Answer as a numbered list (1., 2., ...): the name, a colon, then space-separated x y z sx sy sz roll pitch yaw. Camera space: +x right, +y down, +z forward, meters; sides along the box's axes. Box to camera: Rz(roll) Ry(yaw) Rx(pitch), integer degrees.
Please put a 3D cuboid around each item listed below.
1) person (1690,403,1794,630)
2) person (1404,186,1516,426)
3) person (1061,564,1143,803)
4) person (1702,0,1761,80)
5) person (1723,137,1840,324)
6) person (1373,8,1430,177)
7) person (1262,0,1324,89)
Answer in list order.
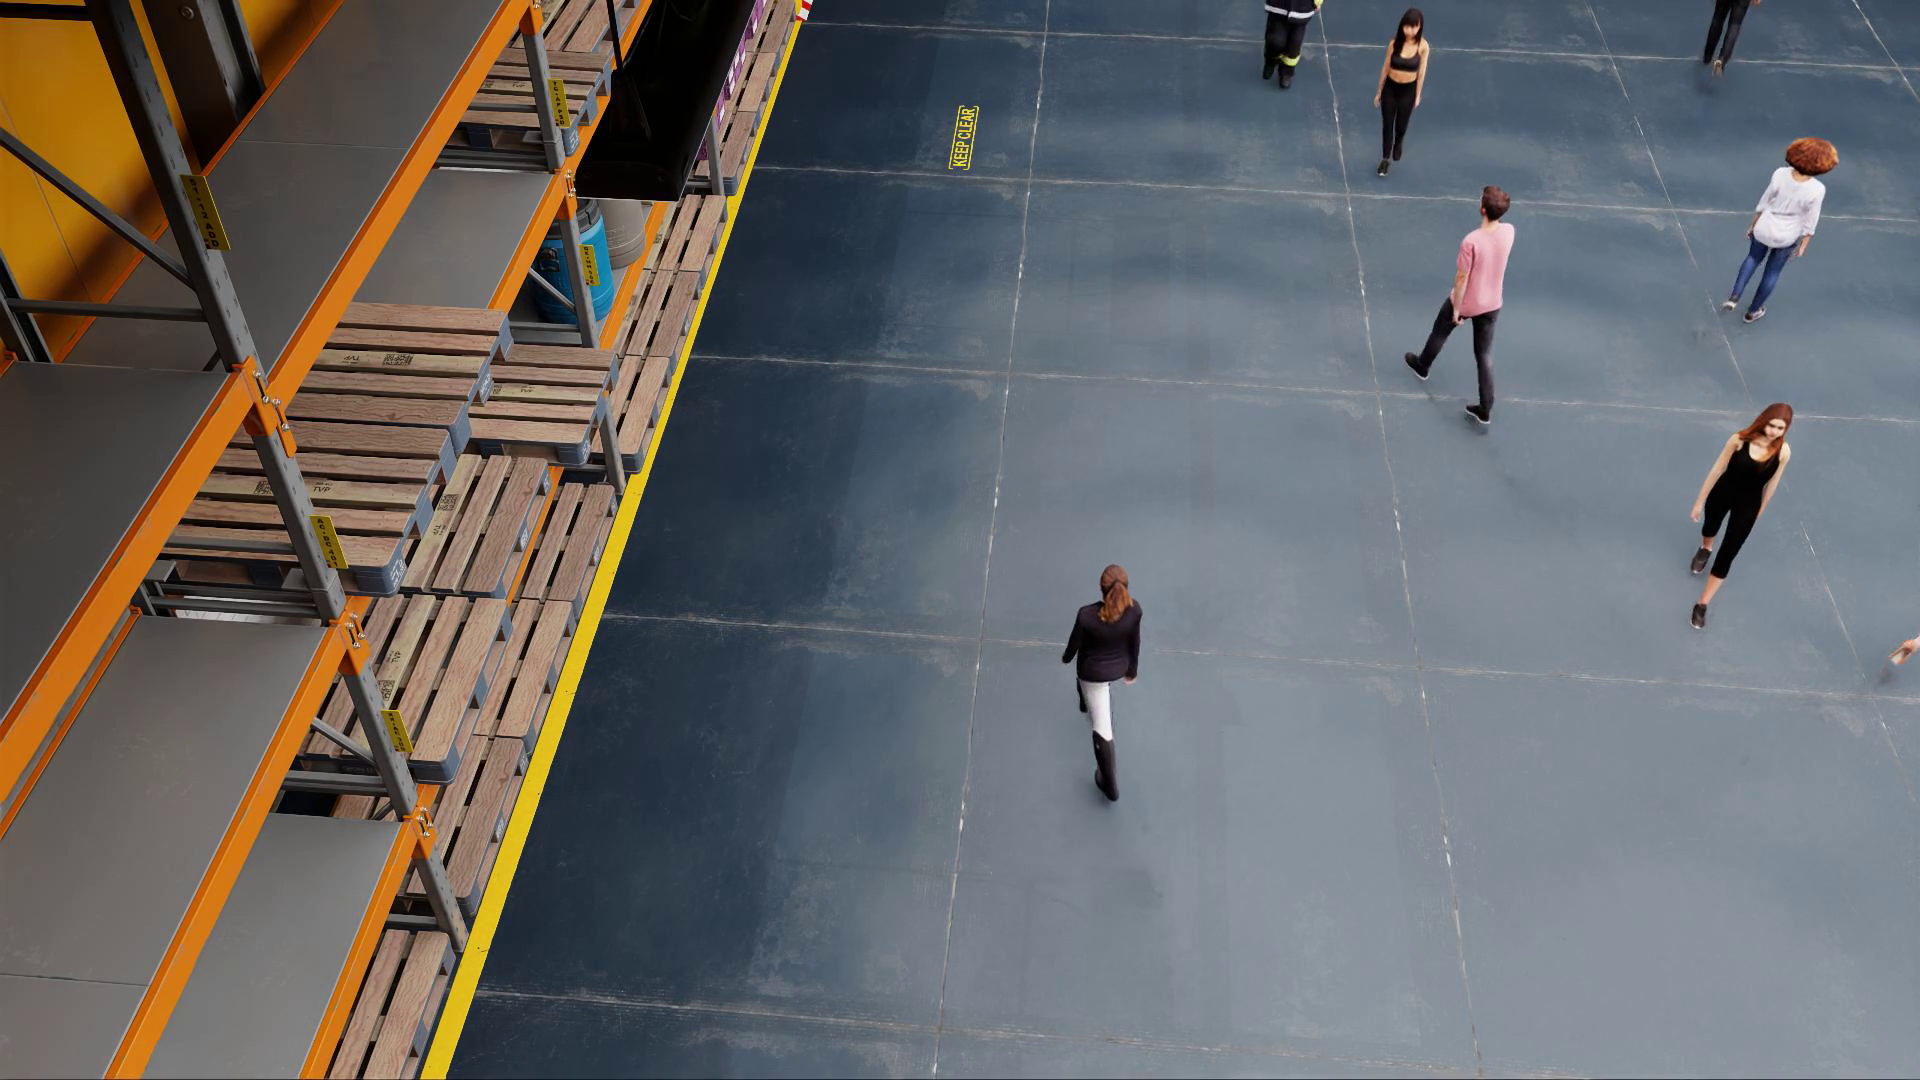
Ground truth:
1. person: 5.280 -0.301 11.341 0.908 1.684 1.203 21 47 20
2. person: 3.989 -1.755 12.704 0.965 1.909 1.319 -13 45 -13
3. person: 0.887 0.889 10.104 0.893 1.667 1.249 -13 45 -13
4. person: 7.819 -5.512 16.747 0.864 1.772 1.098 17 46 17
5. person: 6.670 -2.499 13.641 0.867 1.694 0.810 -34 53 -31
6. person: 4.099 -4.198 15.468 0.655 1.632 0.753 15 46 15
7. person: 3.333 -5.493 16.586 0.755 1.967 0.688 4 44 4
